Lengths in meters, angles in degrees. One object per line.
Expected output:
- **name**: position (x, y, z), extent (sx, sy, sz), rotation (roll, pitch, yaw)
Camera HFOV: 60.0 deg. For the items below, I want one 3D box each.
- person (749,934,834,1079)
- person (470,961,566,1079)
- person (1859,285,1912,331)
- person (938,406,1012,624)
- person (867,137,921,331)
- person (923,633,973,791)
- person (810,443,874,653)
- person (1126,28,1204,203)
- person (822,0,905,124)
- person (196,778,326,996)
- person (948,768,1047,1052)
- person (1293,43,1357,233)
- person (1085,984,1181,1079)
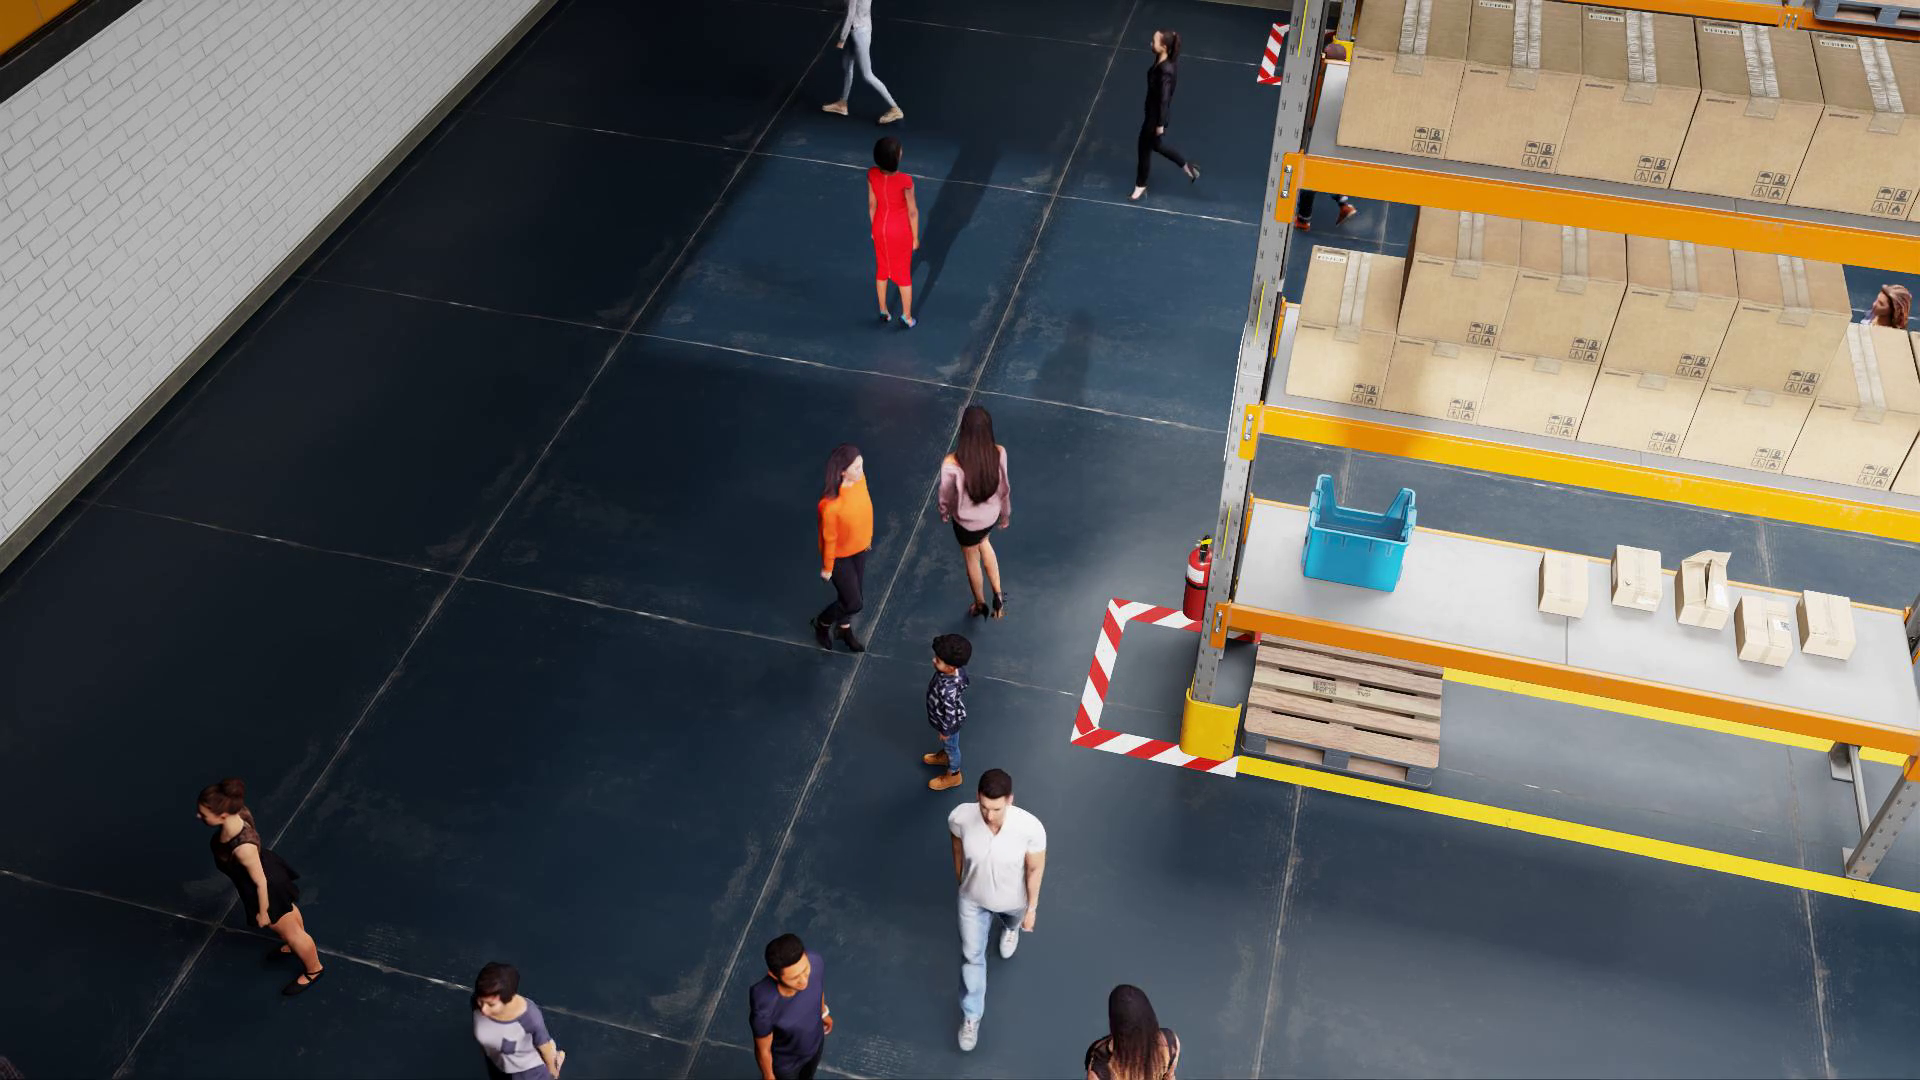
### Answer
- **person**: position (-0.826, 2.465, 8.207), extent (0.659, 1.790, 0.716), rotation (27, 50, 25)
- **person**: position (-2.171, 2.526, 8.314), extent (0.760, 1.554, 0.693), rotation (17, 46, 17)
- **person**: position (6.556, -1.092, 12.023), extent (1.164, 1.676, 0.832), rotation (-1, 44, -1)
- **person**: position (0.137, -0.071, 10.862), extent (0.807, 1.800, 0.864), rotation (-16, 46, -16)
- **person**: position (-0.547, -2.461, 13.412), extent (0.505, 1.743, 0.669), rotation (19, 47, 19)
- **person**: position (-0.078, 1.029, 10.105), extent (0.603, 1.251, 0.569), rotation (-6, 44, -6)
- **person**: position (-0.820, 0.053, 10.780), extent (0.727, 1.734, 0.698), rotation (23, 48, 22)
- **person**: position (1.824, -3.762, 14.809), extent (0.944, 1.699, 0.676), rotation (3, 44, 4)
- **person**: position (-0.886, -4.750, 15.801), extent (1.088, 1.762, 0.646), rotation (8, 44, 8)
- **person**: position (-3.758, 1.844, 8.943), extent (0.739, 1.674, 0.674), rotation (-24, 48, -23)
- **person**: position (0.219, 1.799, 8.885), extent (1.127, 1.818, 0.802), rotation (7, 44, 7)
- **person**: position (3.212, -3.438, 14.389), extent (1.014, 1.809, 0.874), rotation (25, 49, 24)
- **person**: position (0.821, 2.818, 7.920), extent (1.097, 1.675, 1.155), rotation (-26, 49, -24)
